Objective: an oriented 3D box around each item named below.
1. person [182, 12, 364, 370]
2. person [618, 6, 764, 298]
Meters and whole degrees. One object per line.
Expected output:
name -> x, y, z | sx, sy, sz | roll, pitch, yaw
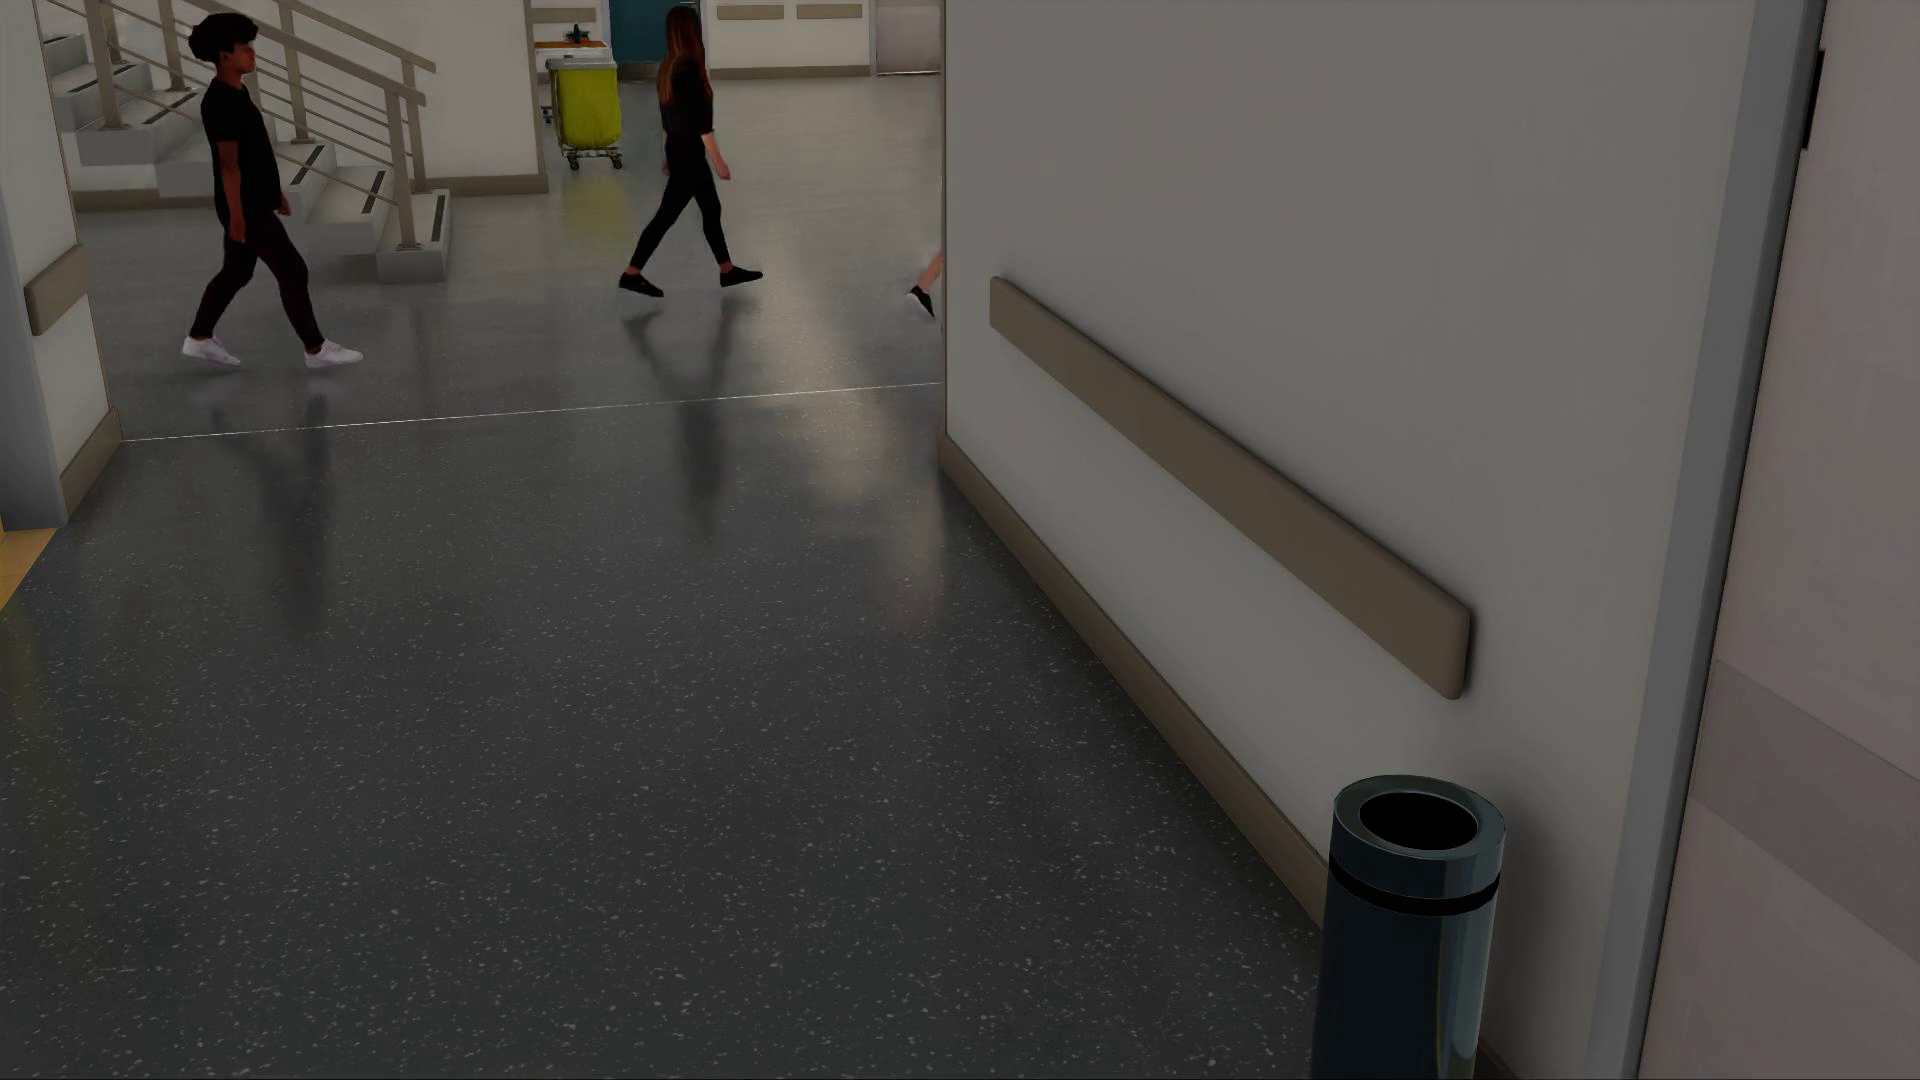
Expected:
person -> -3.621, -1.682, 8.256 | 1.098, 1.752, 0.689 | -7, 22, -17
person -> -1.720, -2.252, 9.875 | 1.181, 1.670, 0.713 | -8, 22, -21
